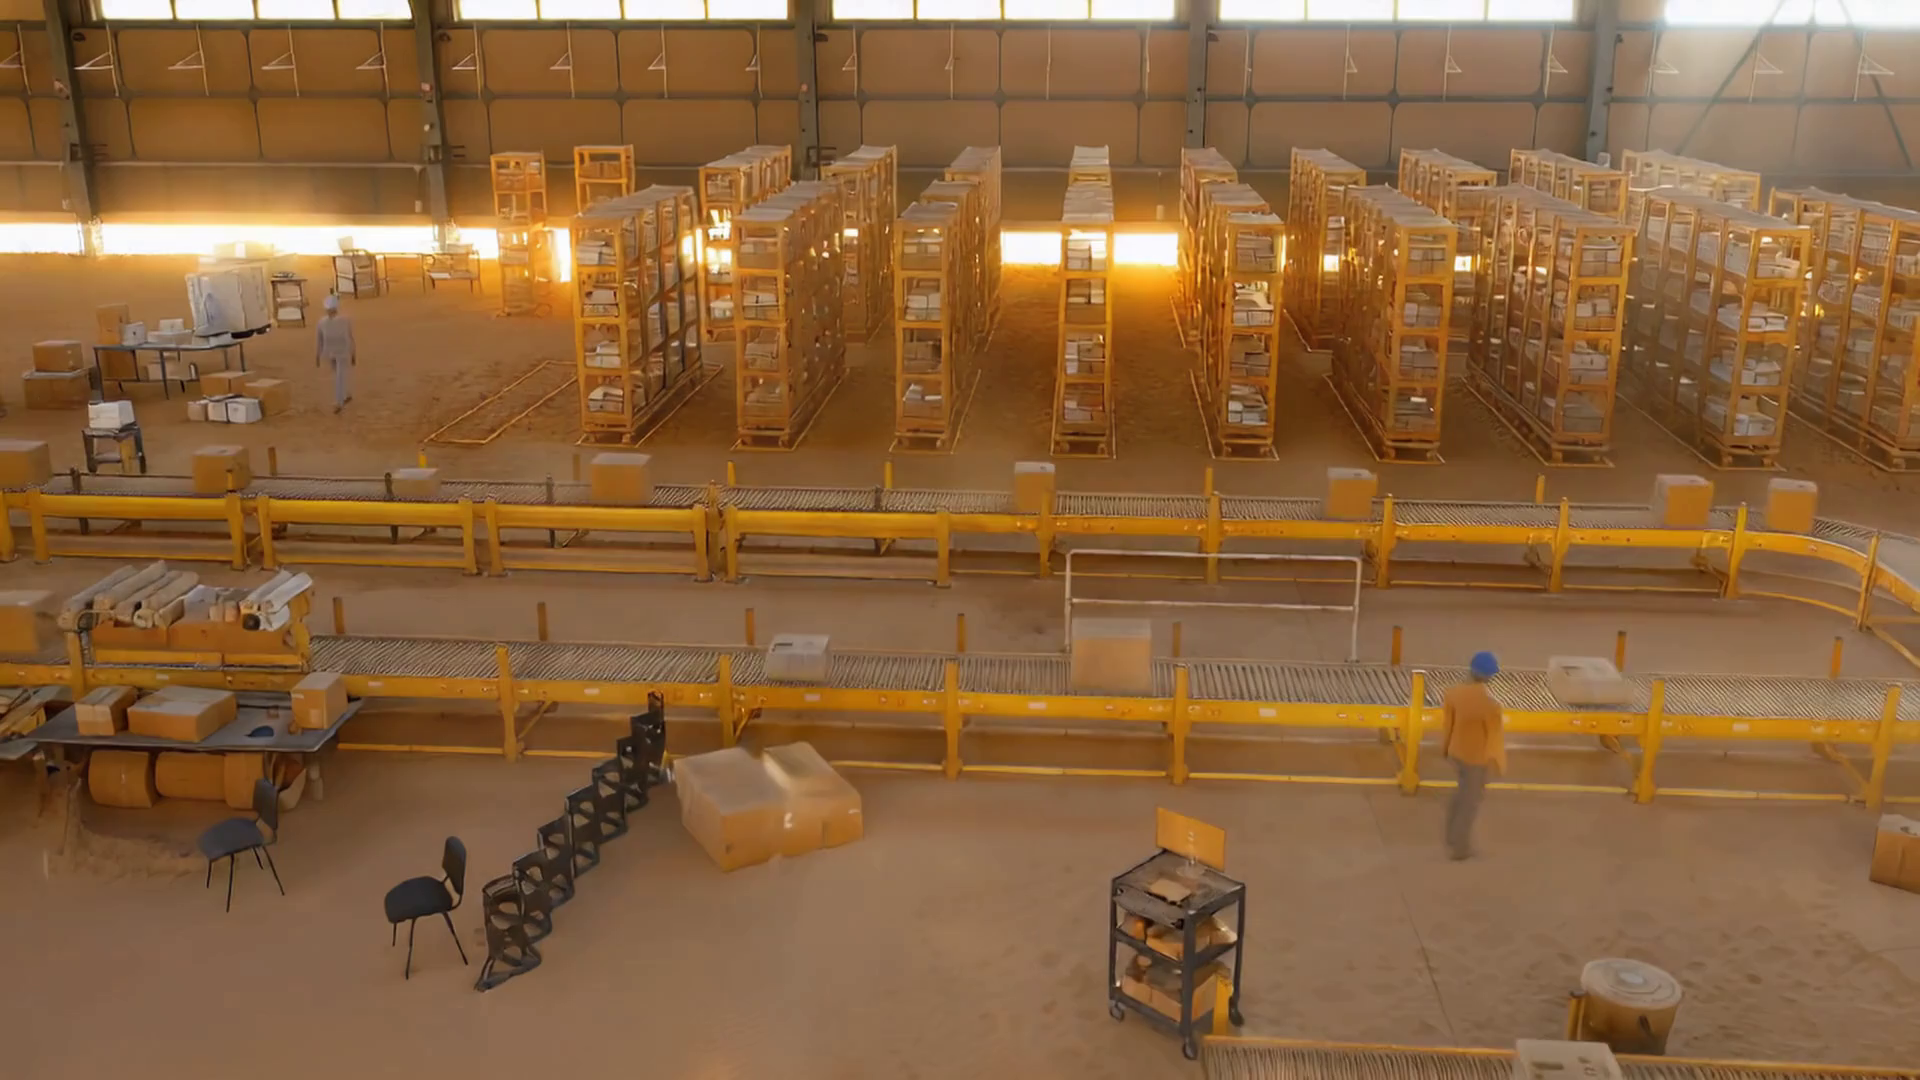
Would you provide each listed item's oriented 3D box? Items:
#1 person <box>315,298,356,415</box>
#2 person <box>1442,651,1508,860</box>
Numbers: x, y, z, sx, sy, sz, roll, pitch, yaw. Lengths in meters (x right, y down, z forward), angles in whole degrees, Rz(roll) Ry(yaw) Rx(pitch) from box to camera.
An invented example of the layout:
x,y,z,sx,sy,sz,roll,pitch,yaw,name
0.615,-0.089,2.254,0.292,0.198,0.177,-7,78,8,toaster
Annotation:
x,y,z,sx,sy,sz,roll,pitch,yaw,name
-10.710,-3.199,28.550,0.627,1.950,1.048,1,18,2,person
4.107,1.716,13.233,0.406,1.755,0.540,-8,19,-24,person
